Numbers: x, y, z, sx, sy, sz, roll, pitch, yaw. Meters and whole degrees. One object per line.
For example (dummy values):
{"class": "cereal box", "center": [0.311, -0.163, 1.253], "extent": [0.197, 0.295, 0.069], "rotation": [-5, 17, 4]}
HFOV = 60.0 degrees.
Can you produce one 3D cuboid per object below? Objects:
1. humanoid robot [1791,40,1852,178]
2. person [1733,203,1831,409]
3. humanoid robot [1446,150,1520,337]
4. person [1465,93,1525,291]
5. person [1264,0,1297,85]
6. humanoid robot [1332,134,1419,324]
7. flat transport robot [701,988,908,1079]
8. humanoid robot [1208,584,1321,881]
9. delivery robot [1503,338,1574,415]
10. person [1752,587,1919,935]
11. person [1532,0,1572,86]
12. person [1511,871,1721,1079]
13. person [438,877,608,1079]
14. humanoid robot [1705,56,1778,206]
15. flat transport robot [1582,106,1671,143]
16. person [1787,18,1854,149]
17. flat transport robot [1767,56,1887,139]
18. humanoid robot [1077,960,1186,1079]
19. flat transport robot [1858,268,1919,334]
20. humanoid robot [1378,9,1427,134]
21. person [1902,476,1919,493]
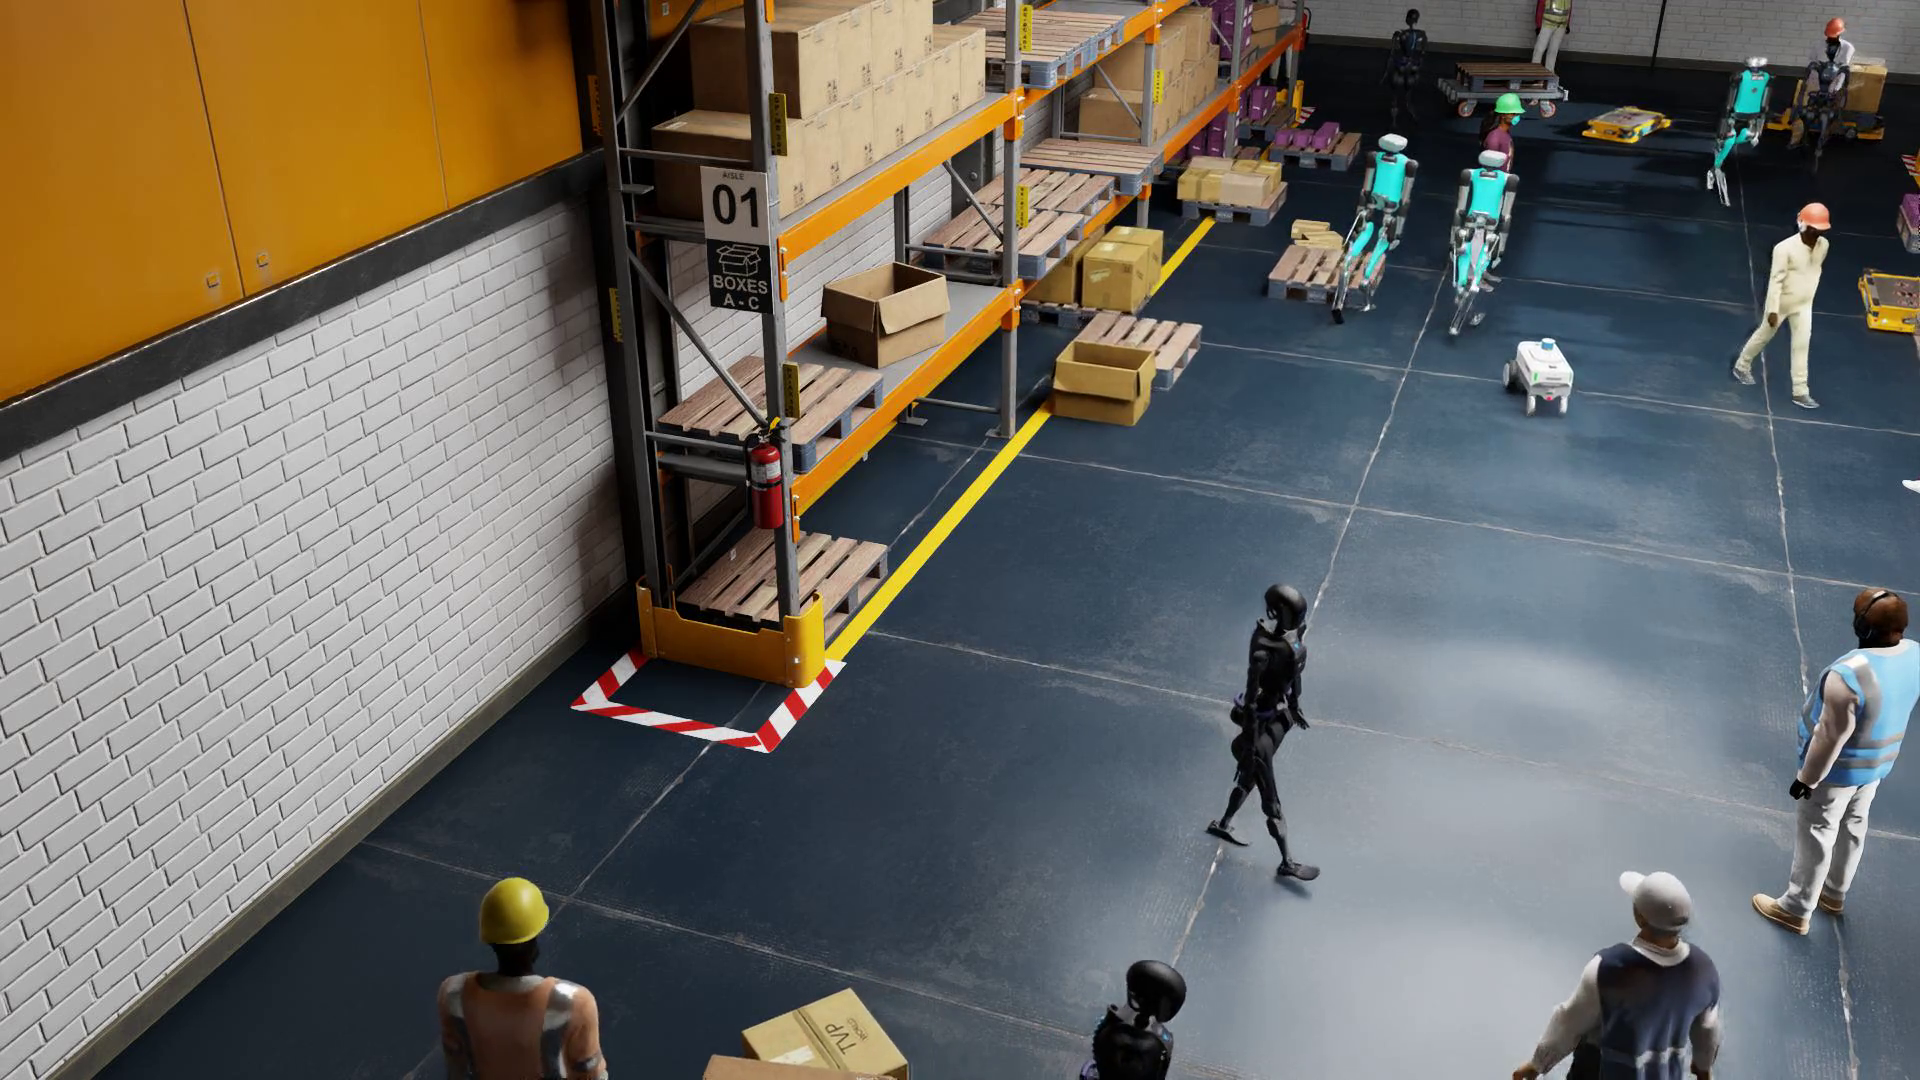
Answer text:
{"class": "humanoid robot", "center": [10.743, -5.396, 20.734], "extent": [0.599, 1.634, 0.737], "rotation": [15, 31, 27]}
{"class": "person", "center": [7.065, -2.034, 14.130], "extent": [0.578, 1.702, 0.914], "rotation": [-8, 28, -15]}
{"class": "humanoid robot", "center": [4.721, -2.645, 15.324], "extent": [0.538, 1.724, 1.029], "rotation": [13, 30, 24]}
{"class": "person", "center": [5.343, -3.507, 16.719], "extent": [0.417, 1.952, 0.487], "rotation": [15, 31, 26]}
{"class": "person", "center": [4.923, -7.933, 25.319], "extent": [0.634, 1.936, 0.353], "rotation": [-8, 28, -15]}
{"class": "humanoid robot", "center": [3.840, -2.906, 15.805], "extent": [0.542, 1.765, 0.966], "rotation": [23, 35, 37]}
{"class": "flat transport robot", "center": [-0.512, 2.689, 6.534], "extent": [1.431, 0.231, 0.659], "rotation": [-15, 31, -27]}
{"class": "humanoid robot", "center": [1.621, 0.941, 8.414], "extent": [0.710, 1.635, 0.611], "rotation": [18, 32, 31]}
{"class": "delivery robot", "center": [4.981, -1.431, 14.228], "extent": [0.499, 0.607, 0.790], "rotation": [2, 27, 5]}
{"class": "person", "center": [4.226, 1.059, 7.983], "extent": [0.632, 1.839, 0.429], "rotation": [-14, 30, -25]}
{"class": "person", "center": [8.959, -7.776, 25.116], "extent": [0.620, 1.846, 0.430], "rotation": [-9, 29, -17]}
{"class": "person", "center": [2.516, 2.010, 6.259], "extent": [0.744, 1.728, 0.825], "rotation": [-8, 28, -16]}
{"class": "person", "center": [-1.524, 2.034, 6.012], "extent": [0.620, 1.910, 0.431], "rotation": [3, 27, 7]}
{"class": "humanoid robot", "center": [9.102, -4.884, 19.685], "extent": [0.530, 1.782, 1.015], "rotation": [-1, 27, -1]}
{"class": "flat transport robot", "center": [9.138, -5.682, 22.773], "extent": [0.659, 0.231, 1.431], "rotation": [22, 35, 36]}
{"class": "person", "center": [11.377, -6.013, 21.847], "extent": [0.736, 1.701, 0.558], "rotation": [-22, 34, -36]}
{"class": "flat transport robot", "center": [11.912, -5.727, 22.860], "extent": [1.431, 0.231, 0.659], "rotation": [13, 30, 24]}
{"class": "humanoid robot", "center": [0.487, 2.156, 6.100], "extent": [0.770, 1.614, 0.609], "rotation": [5, 28, 10]}
{"class": "flat transport robot", "center": [9.211, -2.323, 16.257], "extent": [0.659, 0.231, 1.431], "rotation": [10, 29, 19]}
{"class": "humanoid robot", "center": [6.014, -6.304, 22.453], "extent": [0.602, 1.646, 0.497], "rotation": [-7, 28, -13]}
{"class": "person", "center": [7.450, -1.108, 12.407], "extent": [0.497, 1.633, 0.279], "rotation": [-4, 28, -8]}
